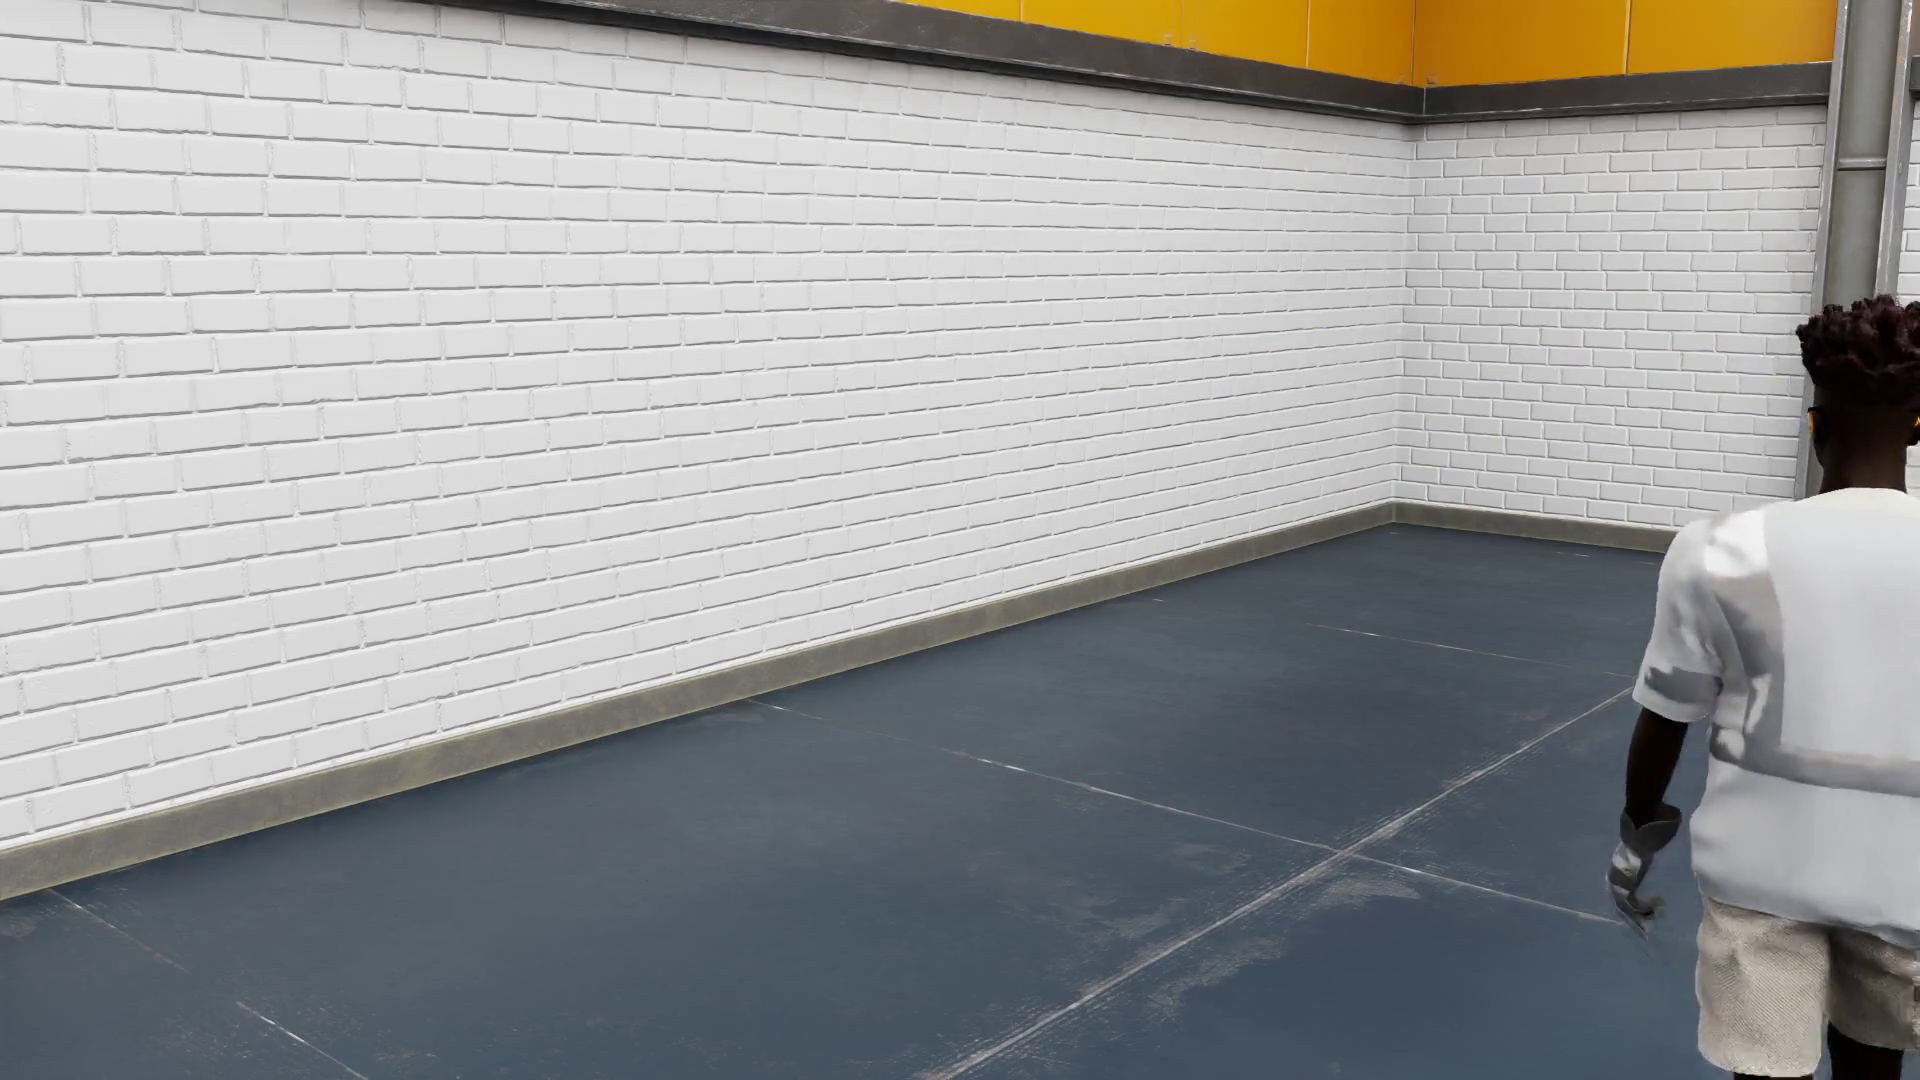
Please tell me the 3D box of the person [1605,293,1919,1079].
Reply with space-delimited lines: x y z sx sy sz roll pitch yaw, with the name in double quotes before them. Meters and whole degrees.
"person" 1.500 0.545 2.957 0.641 1.935 0.836 3 10 16
